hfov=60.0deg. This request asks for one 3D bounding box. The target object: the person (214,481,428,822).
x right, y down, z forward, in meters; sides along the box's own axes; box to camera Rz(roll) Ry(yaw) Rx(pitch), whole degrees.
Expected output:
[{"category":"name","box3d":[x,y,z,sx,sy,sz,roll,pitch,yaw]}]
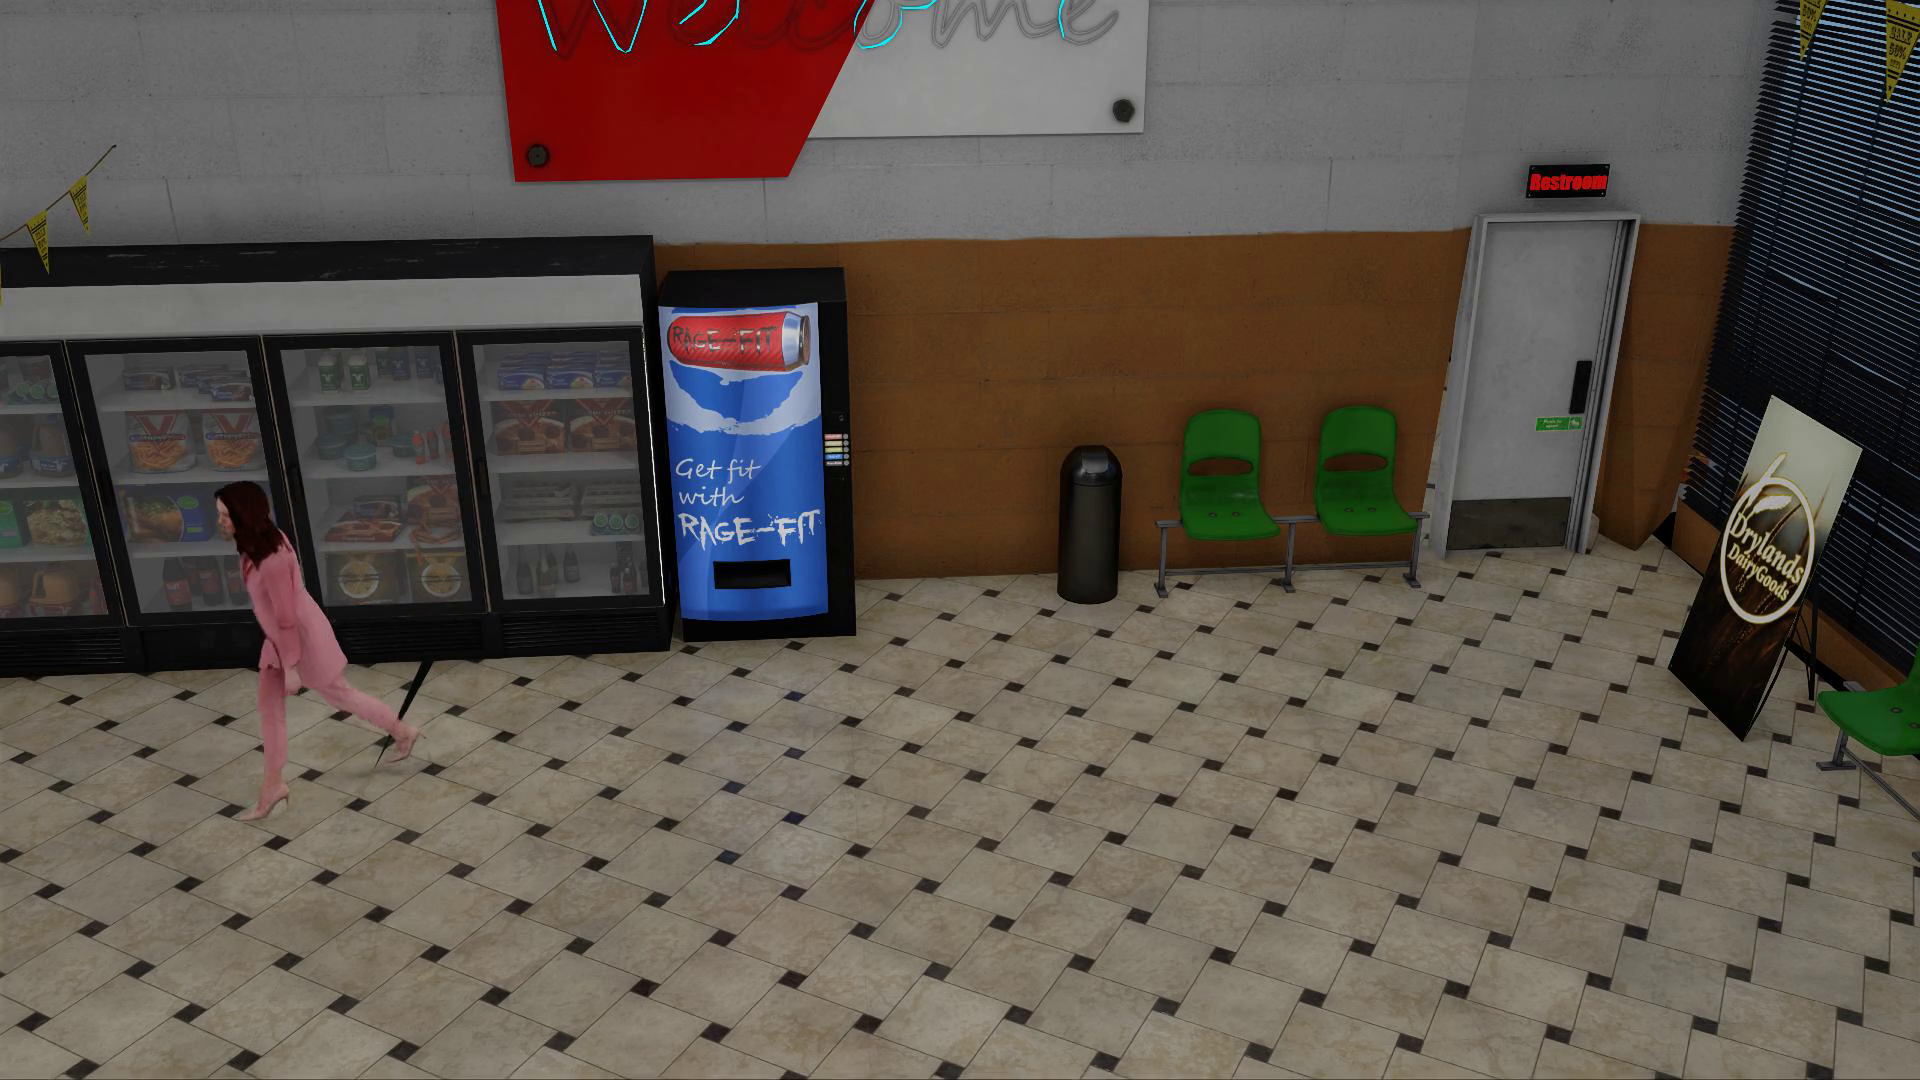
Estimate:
[{"category":"person","box3d":[-3.119,0.505,8.113,1.133,1.734,1.212,-17,29,-33]}]
